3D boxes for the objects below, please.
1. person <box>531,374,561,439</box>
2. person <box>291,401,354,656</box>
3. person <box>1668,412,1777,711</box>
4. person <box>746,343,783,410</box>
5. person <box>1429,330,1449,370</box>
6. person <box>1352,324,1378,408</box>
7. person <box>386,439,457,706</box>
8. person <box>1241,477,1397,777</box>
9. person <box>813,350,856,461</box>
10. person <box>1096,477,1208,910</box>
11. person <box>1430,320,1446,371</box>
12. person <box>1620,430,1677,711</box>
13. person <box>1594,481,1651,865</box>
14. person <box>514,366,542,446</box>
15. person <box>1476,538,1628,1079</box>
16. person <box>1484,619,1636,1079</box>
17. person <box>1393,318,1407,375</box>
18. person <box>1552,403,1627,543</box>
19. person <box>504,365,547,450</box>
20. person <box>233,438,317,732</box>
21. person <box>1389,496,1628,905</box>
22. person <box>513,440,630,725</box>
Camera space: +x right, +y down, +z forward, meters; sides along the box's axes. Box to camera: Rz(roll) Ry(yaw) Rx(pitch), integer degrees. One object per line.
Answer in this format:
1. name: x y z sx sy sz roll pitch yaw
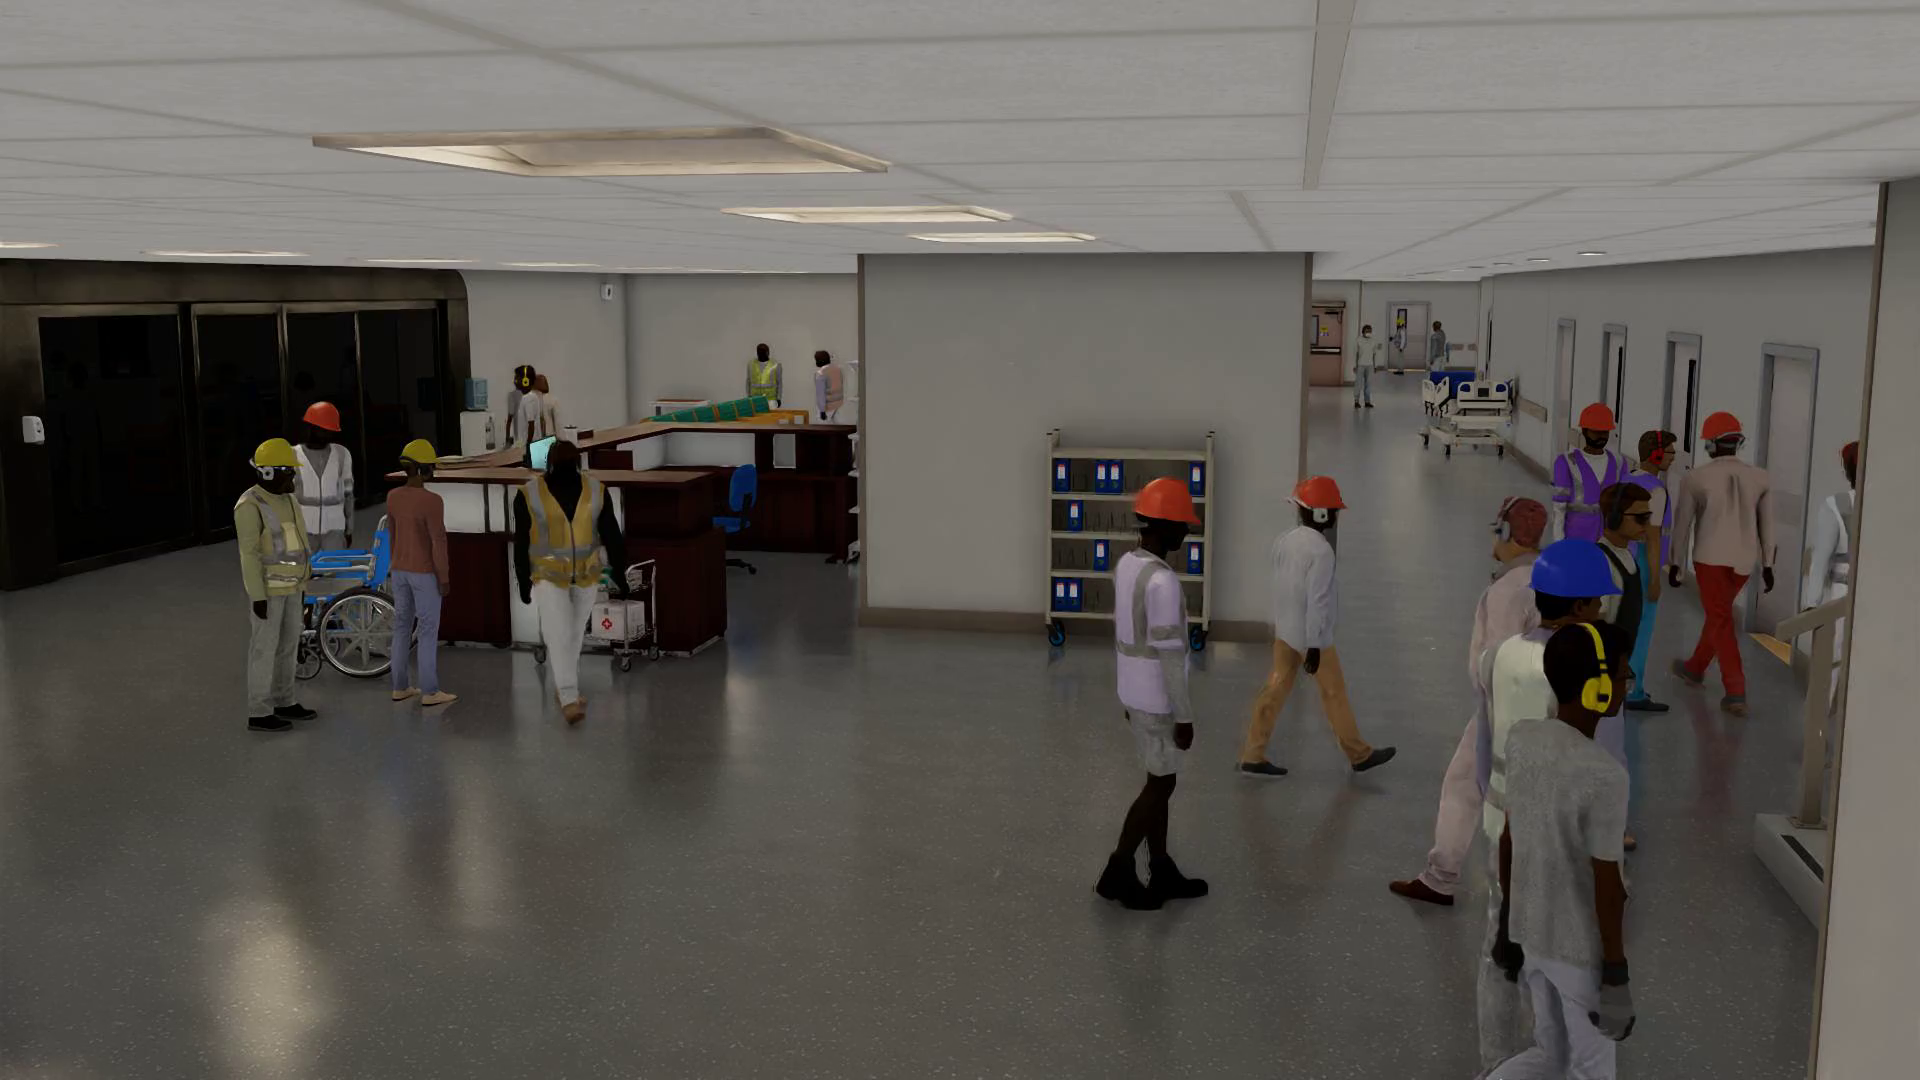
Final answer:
1. person: -5.495 -1.358 21.846 0.500 1.633 0.280 -2 9 -11
2. person: -4.832 -0.085 12.473 0.585 1.914 0.463 -5 10 -29
3. person: 5.040 0.123 11.032 0.627 1.933 1.087 0 9 -3
4. person: -3.289 -2.375 27.905 0.624 1.844 0.430 1 9 7
5. person: 13.393 -5.071 46.561 0.521 1.612 0.698 6 10 33
6. person: 9.413 -4.041 38.647 0.630 1.937 0.373 -2 9 -12
7. person: -3.574 0.211 11.031 0.522 1.758 0.349 5 10 31
8. person: 1.993 0.495 9.291 0.912 1.699 0.588 -2 9 -13
9. person: -2.011 -2.119 26.407 0.884 1.797 0.683 6 11 35
10. person: 0.862 0.684 7.327 0.537 1.927 0.563 -2 9 -12
11. person: 12.314 -4.693 42.961 0.377 1.940 0.628 7 11 40
12. person: 4.436 0.197 10.869 0.389 1.836 0.560 1 9 4
13. person: 3.098 0.630 7.974 0.344 1.838 0.521 5 10 32
14. person: -4.950 -1.054 19.033 0.329 1.874 0.507 -2 9 -12
15. person: 1.929 0.958 5.431 0.391 1.948 0.605 -4 9 -23
16. person: 1.640 1.130 4.626 0.630 1.852 0.513 -2 9 -12
17. person: 14.159 -6.227 53.483 0.404 1.834 0.591 2 9 11
18. person: 4.503 -0.011 11.893 0.545 1.938 0.355 -1 9 -9
19. person: -5.415 -1.272 20.713 0.976 1.819 0.529 7 11 37
20. person: -4.253 0.278 10.379 0.403 1.827 0.591 1 9 7
21. person: 2.450 0.733 7.279 0.940 1.854 0.664 7 11 40
22. person: -2.464 0.259 10.589 0.651 1.782 0.964 -5 10 -28
